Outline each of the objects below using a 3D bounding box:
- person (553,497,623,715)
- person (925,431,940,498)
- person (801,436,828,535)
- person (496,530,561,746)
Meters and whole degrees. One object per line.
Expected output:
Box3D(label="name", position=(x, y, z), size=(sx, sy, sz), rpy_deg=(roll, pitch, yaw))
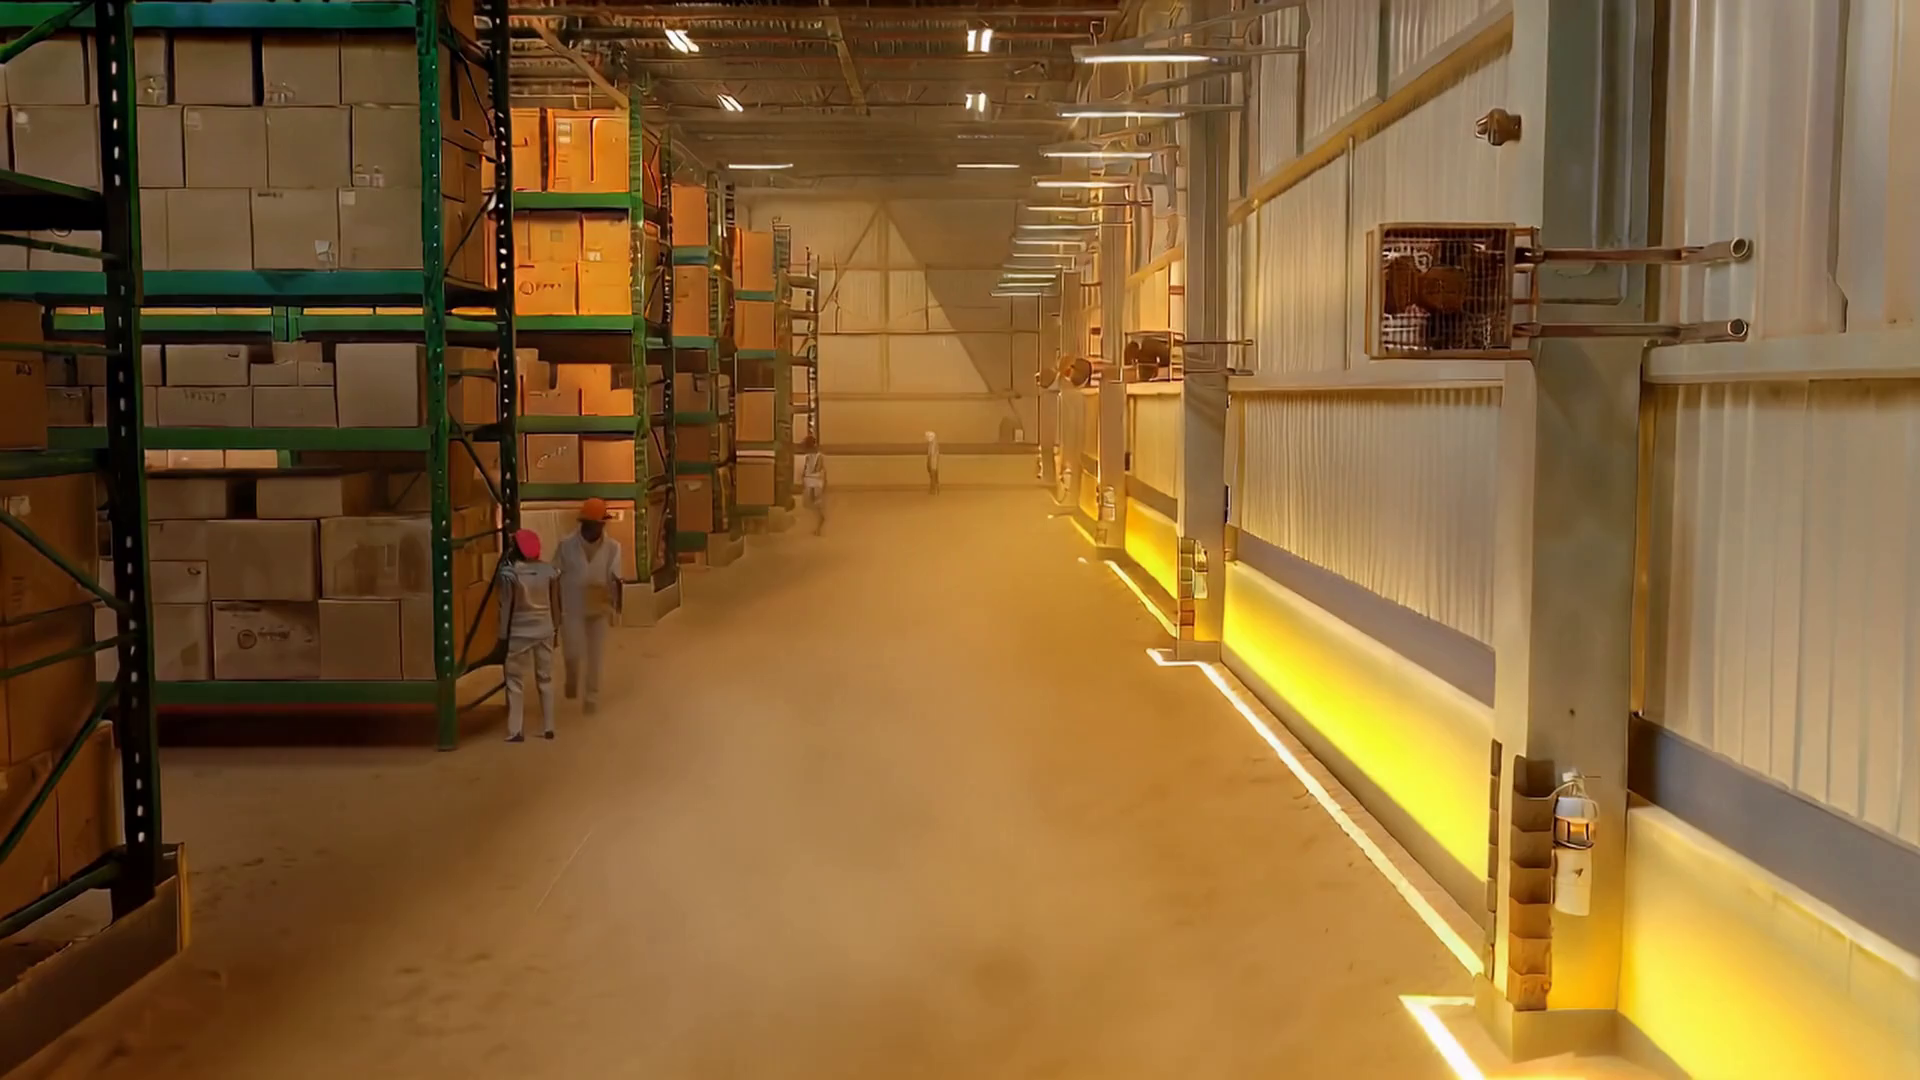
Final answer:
Box3D(label="person", position=(-3.107, 0.536, 13.861), size=(0.607, 1.808, 0.576), rpy_deg=(-1, 5, -15))
Box3D(label="person", position=(-0.740, -1.970, 43.433), size=(0.361, 1.742, 0.563), rpy_deg=(-2, 6, -27))
Box3D(label="person", position=(-2.747, -1.052, 31.828), size=(0.565, 1.909, 0.796), rpy_deg=(2, 5, 26))
Box3D(label="person", position=(-3.245, 0.736, 12.556), size=(0.528, 1.625, 0.314), rpy_deg=(-5, 7, -43))
